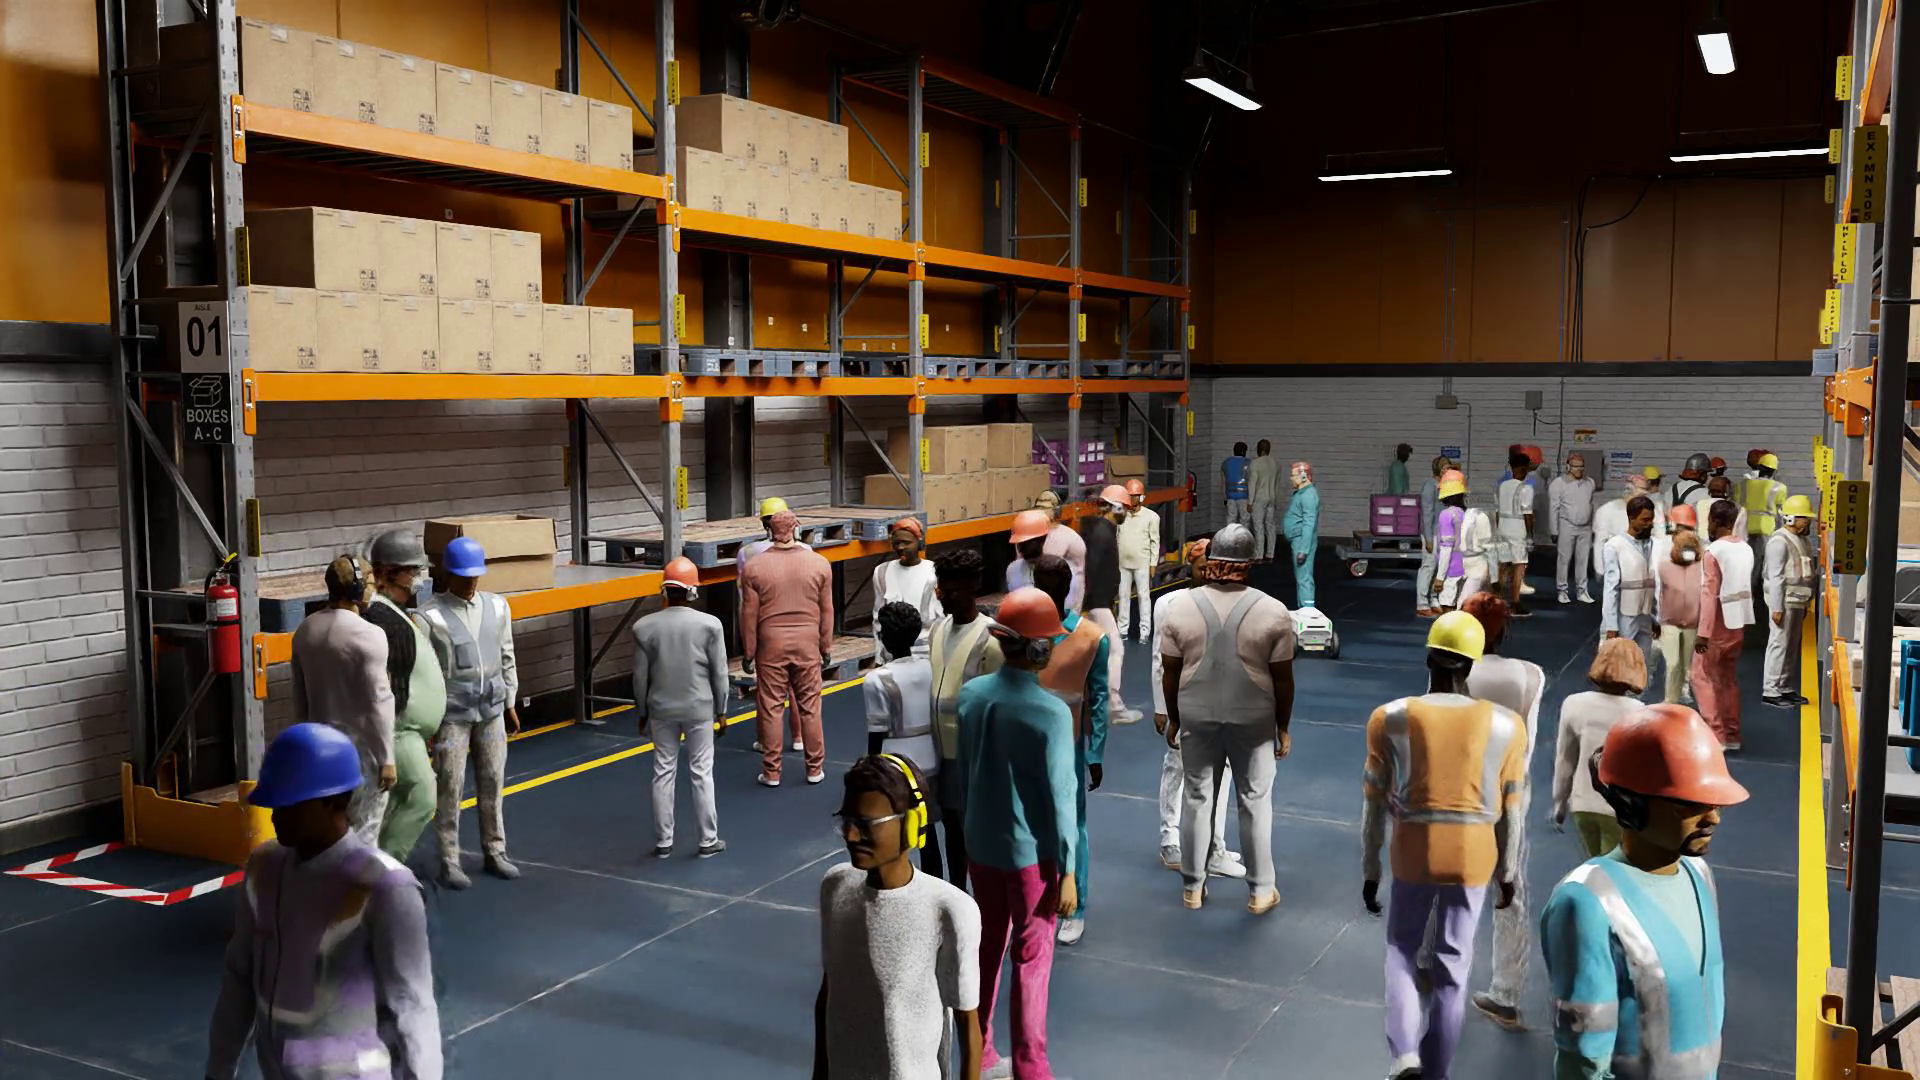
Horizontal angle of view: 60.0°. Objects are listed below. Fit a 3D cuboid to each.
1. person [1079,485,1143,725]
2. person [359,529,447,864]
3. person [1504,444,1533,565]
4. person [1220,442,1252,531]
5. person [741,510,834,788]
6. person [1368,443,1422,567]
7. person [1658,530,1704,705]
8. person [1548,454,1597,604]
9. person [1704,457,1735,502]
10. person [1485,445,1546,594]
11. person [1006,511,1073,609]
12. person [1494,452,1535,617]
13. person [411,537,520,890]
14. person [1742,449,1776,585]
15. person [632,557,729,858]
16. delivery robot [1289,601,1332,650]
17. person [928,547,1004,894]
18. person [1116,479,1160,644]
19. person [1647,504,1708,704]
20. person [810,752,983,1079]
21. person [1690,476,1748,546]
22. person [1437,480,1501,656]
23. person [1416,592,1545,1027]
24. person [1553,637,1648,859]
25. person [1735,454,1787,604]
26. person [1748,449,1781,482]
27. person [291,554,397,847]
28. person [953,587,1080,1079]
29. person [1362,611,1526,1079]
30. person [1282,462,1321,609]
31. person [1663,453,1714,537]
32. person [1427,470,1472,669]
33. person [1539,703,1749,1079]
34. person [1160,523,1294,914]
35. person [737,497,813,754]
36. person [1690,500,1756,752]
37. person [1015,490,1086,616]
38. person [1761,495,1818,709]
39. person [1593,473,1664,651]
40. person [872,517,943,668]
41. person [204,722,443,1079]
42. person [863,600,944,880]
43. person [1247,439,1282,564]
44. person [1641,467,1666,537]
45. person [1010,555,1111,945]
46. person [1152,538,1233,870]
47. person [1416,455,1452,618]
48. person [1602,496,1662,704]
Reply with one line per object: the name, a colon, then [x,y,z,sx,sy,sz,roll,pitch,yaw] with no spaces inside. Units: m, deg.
person: [1.155,0.526,13.488,0.855,1.940,0.633,0,5,0]
person: [-2.927,0.938,8.579,0.540,2.000,0.704,-2,6,-23]
person: [8.515,-0.539,25.424,0.429,1.863,0.587,-3,6,-26]
person: [4.559,-0.681,27.099,0.623,1.839,0.429,4,7,39]
person: [-1.186,0.745,11.418,0.637,1.901,0.403,-1,5,-13]
person: [6.516,-0.526,25.104,0.855,1.906,0.658,2,6,16]
person: [5.739,0.726,13.169,0.509,1.595,0.742,0,5,3]
person: [7.740,-0.137,20.968,0.647,1.895,0.403,-1,5,-13]
person: [10.581,-0.287,23.297,0.572,1.749,0.341,-3,6,-28]
person: [7.205,-0.248,21.612,0.846,1.987,0.684,-3,6,-27]
person: [0.444,0.769,11.099,0.565,1.909,0.731,4,7,39]
person: [6.620,-0.065,19.840,0.374,1.959,0.608,-2,6,-20]
person: [-2.714,0.939,9.147,0.416,1.934,0.626,5,7,44]
person: [10.871,-0.299,22.729,0.575,1.883,0.362,-2,6,-24]
person: [-1.617,0.976,9.698,0.560,1.753,0.329,0,5,4]
delivery robot: [3.535,0.859,16.839,0.477,0.478,0.707,0,5,1]
person: [0.023,1.011,8.199,0.366,1.962,0.614,-4,7,-39]
person: [1.847,0.227,17.738,0.568,1.755,0.320,3,6,28]
person: [6.249,0.534,14.566,0.573,1.730,0.615,0,5,5]
person: [-0.183,1.439,4.098,0.518,1.874,0.329,4,6,35]
person: [7.749,0.258,17.062,0.625,1.835,0.432,4,7,39]
person: [4.829,0.338,15.979,0.902,1.856,0.593,-2,6,-17]
person: [2.263,1.146,7.405,0.564,1.848,0.885,-1,5,-8]
person: [2.996,1.242,7.563,0.532,1.614,0.516,-4,6,-34]
person: [10.106,-0.137,20.955,0.594,1.880,0.930,5,7,42]
person: [11.207,-0.339,23.272,0.648,1.857,0.594,-3,6,-28]
person: [-2.980,1.033,8.105,0.635,1.937,0.354,3,6,33]
person: [0.228,1.170,6.350,0.398,1.990,0.625,-4,7,-40]
person: [1.825,1.217,6.312,0.589,1.903,0.445,1,5,14]
person: [3.808,0.075,18.594,0.411,1.908,0.643,1,5,6]
person: [7.983,0.057,18.067,0.535,2.000,0.684,-2,6,-19]
person: [4.733,0.305,16.063,0.421,1.937,0.558,5,7,41]
person: [1.571,1.381,3.803,0.605,2.044,0.374,-5,7,-43]
person: [1.419,0.922,8.756,0.689,2.000,0.538,2,6,18]
person: [-1.375,0.641,12.447,0.585,1.916,0.387,-1,5,-11]
person: [5.708,0.651,12.432,0.604,1.904,0.407,-4,7,-40]
person: [0.681,0.575,13.039,0.630,1.940,0.372,3,6,32]
person: [7.090,0.524,14.206,0.597,1.823,0.403,-5,7,-44]
person: [6.613,0.287,16.421,0.664,1.889,0.484,0,5,0]
person: [-0.330,0.783,11.138,0.565,1.879,0.356,2,6,23]
person: [-1.685,1.409,4.303,0.612,1.893,1.008,4,7,36]
person: [-0.280,1.143,8.200,0.317,1.696,0.540,5,7,43]
person: [4.688,-0.592,25.668,0.630,1.934,0.365,-4,7,-35]
person: [8.478,-0.008,20.354,0.405,1.752,0.556,2,6,20]
person: [0.458,1.026,8.279,0.587,1.922,0.392,3,6,27]
person: [1.364,0.929,9.511,0.584,1.882,0.337,-2,6,-23]
person: [5.642,-0.038,19.713,0.368,1.932,0.625,4,7,37]
person: [5.181,0.610,12.849,0.598,1.908,0.410,-3,6,-31]
